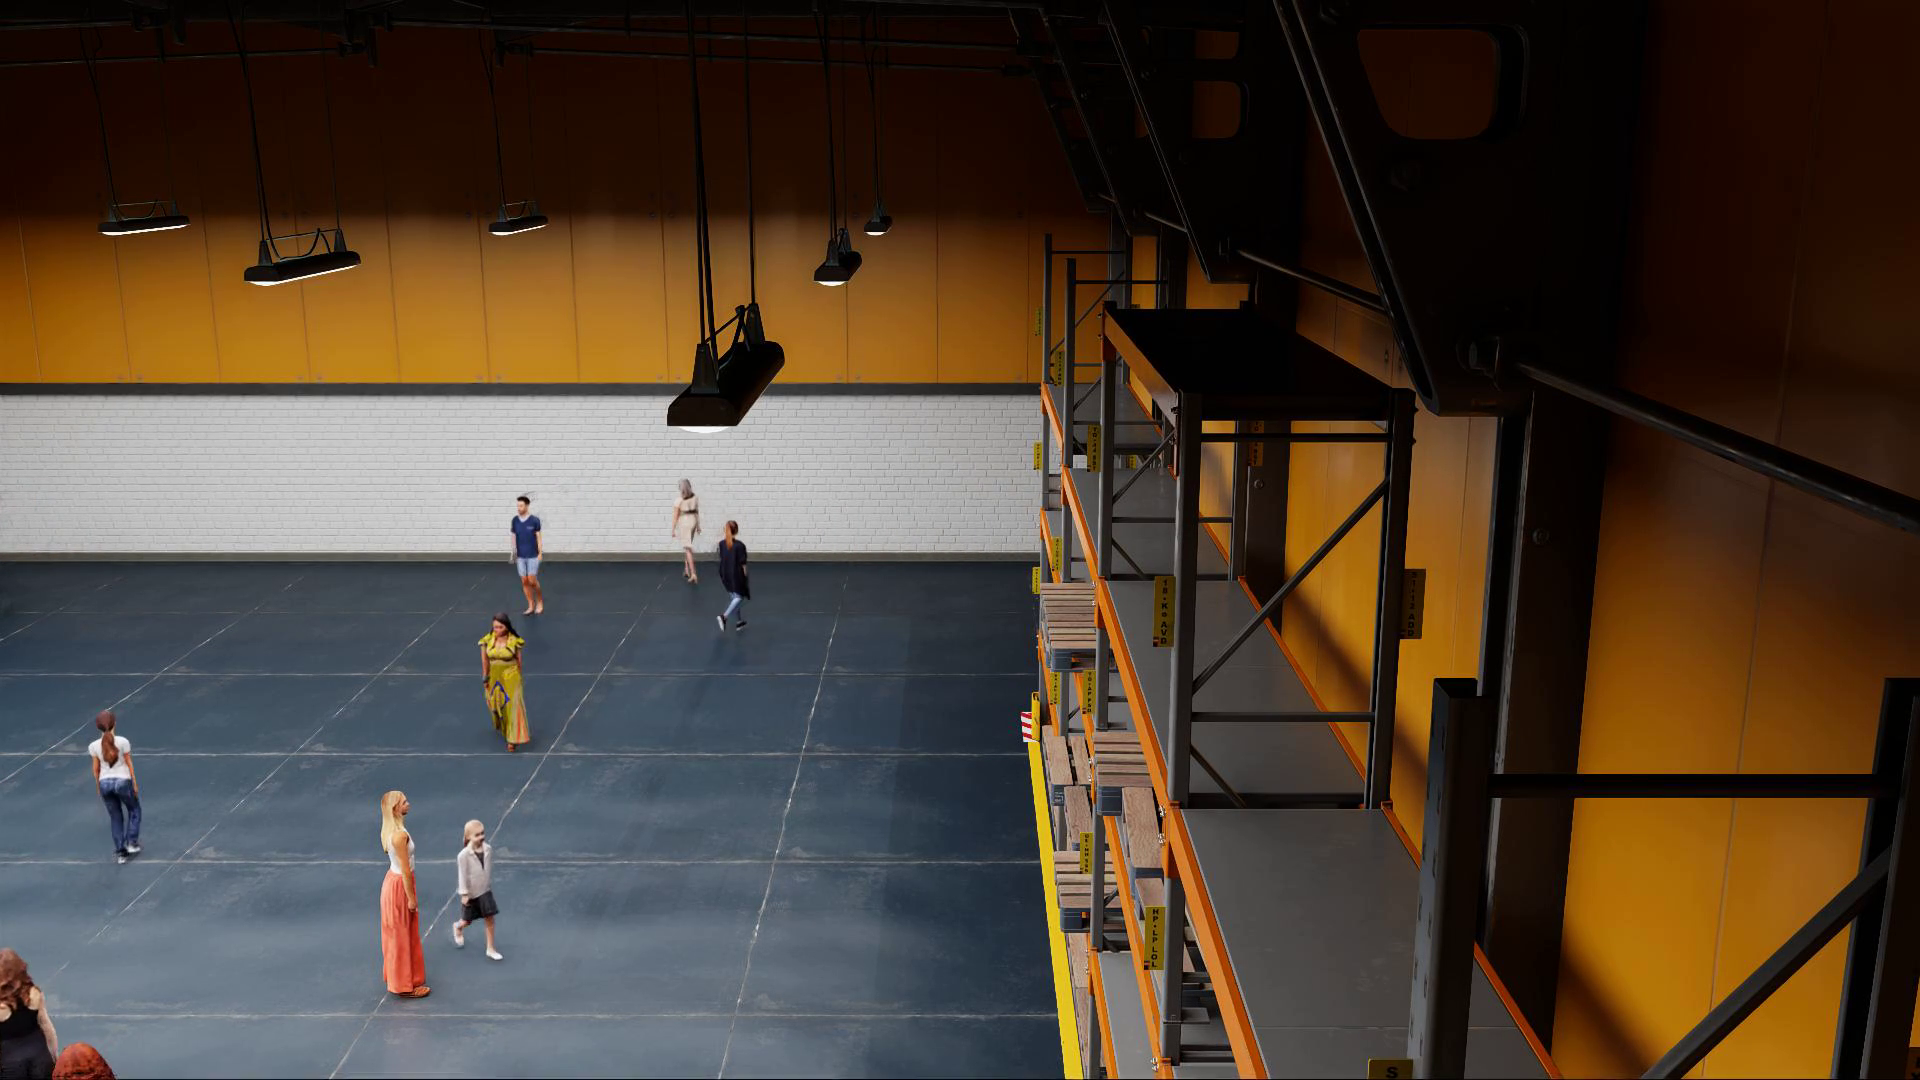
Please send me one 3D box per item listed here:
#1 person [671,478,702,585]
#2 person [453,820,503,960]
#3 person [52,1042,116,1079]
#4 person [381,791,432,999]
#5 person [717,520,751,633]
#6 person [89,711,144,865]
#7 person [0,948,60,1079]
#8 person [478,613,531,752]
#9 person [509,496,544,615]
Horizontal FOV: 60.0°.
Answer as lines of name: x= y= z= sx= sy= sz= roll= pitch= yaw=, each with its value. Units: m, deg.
person: x=-4.355 y=-0.131 z=26.877 sx=0.842 sy=1.716 sz=0.782 roll=13 pitch=19 yaw=43
person: x=-4.294 y=3.067 z=14.646 sx=0.813 sy=1.257 sz=0.881 roll=-13 pitch=19 yaw=-43
person: x=-5.201 y=3.905 z=9.988 sx=0.784 sy=1.820 sz=0.886 roll=-7 pitch=15 yaw=-26
person: x=-4.694 y=2.954 z=13.955 sx=0.774 sy=1.802 sz=0.654 roll=-6 pitch=15 yaw=-24
person: x=-3.323 y=0.564 z=24.139 sx=0.890 sy=1.654 sz=1.058 roll=7 pitch=15 yaw=26
person: x=-8.396 y=2.465 z=16.509 sx=0.608 sy=1.551 sz=0.643 roll=-3 pitch=14 yaw=-12
person: x=-6.315 y=3.641 z=11.296 sx=1.056 sy=1.719 sz=1.030 roll=10 pitch=17 yaw=35
person: x=-5.417 y=1.645 z=19.758 sx=0.809 sy=1.616 sz=1.192 roll=-1 pitch=14 yaw=-5
person: x=-6.507 y=0.210 z=25.215 sx=0.694 sy=1.836 sz=0.698 roll=4 pitch=14 yaw=16
